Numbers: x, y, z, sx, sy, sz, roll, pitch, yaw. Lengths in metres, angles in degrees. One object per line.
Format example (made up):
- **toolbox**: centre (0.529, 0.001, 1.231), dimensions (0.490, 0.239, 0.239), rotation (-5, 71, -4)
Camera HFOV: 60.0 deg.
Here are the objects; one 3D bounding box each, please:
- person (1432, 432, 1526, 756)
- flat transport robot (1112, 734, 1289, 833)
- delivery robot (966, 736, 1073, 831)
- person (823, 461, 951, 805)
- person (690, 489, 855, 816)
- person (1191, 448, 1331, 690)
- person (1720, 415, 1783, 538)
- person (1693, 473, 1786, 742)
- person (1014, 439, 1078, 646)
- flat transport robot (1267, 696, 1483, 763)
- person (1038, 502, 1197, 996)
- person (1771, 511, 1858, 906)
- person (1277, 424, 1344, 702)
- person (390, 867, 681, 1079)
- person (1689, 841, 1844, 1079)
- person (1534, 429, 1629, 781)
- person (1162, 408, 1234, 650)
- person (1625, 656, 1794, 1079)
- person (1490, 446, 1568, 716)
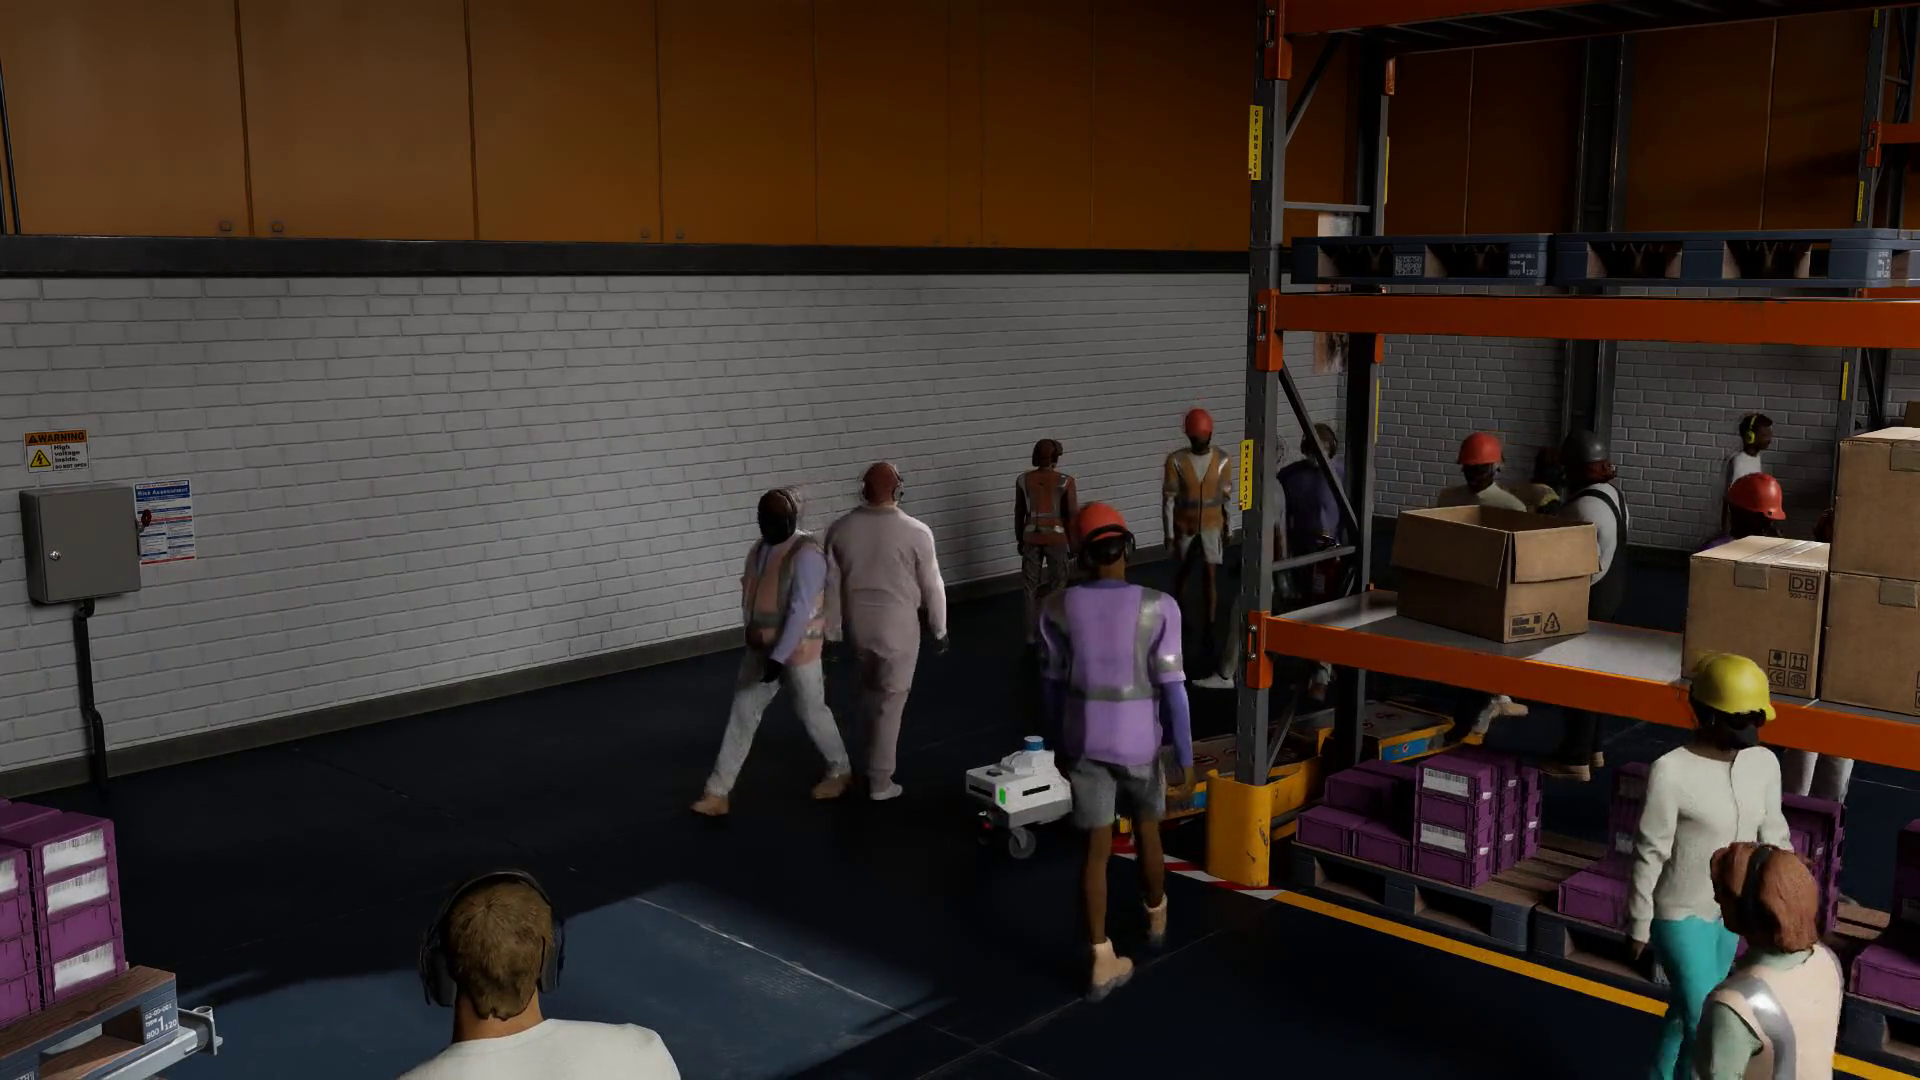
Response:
- **person**: centre (3.148, 0.314, 10.208), dimensions (0.837, 1.971, 0.635), rotation (-7, 12, -38)
- **flat transport robot**: centre (1.265, 1.324, 9.208), dimensions (1.431, 0.197, 0.652), rotation (-6, 11, -31)
- **delivery robot**: centre (0.375, 1.248, 8.519), dimensions (0.707, 0.478, 0.477), rotation (-7, 12, -37)
- **person**: centre (-0.378, 0.495, 9.345), dimensions (0.650, 1.880, 0.755), rotation (5, 10, 26)
- **person**: centre (-0.992, 0.605, 9.043), dimensions (0.609, 1.770, 1.007), rotation (8, 13, 42)
- **person**: centre (2.153, 0.168, 11.586), dimensions (0.946, 1.825, 0.482), rotation (2, 10, 15)
- **person**: centre (6.196, -0.060, 12.934), dimensions (0.948, 1.822, 0.545), rotation (6, 11, 35)
- **person**: centre (3.971, 0.612, 8.503), dimensions (0.543, 1.928, 0.370), rotation (-6, 11, -32)
- **person**: centre (0.668, 0.028, 12.969), dimensions (0.515, 1.638, 0.314), rotation (4, 10, 25)
- **flat transport robot**: centre (2.432, 1.189, 10.032), dimensions (1.431, 0.197, 0.652), rotation (-6, 11, -35)
- **person**: centre (0.690, 0.833, 7.002), dimensions (0.696, 1.975, 0.946), rotation (3, 10, 17)
- **person**: centre (3.918, 0.791, 7.555), dimensions (0.599, 1.879, 0.351), rotation (-4, 10, -22)
- **person**: centre (2.482, 0.141, 11.546), dimensions (0.649, 1.904, 0.697), rotation (8, 12, 41)
- **person**: centre (-0.788, 1.513, 2.949), dimensions (0.630, 1.940, 0.372), rotation (-6, 11, -35)
- **person**: centre (1.836, 1.501, 3.969), dimensions (0.538, 1.618, 0.543), rotation (-8, 12, -40)
- **person**: centre (3.570, 0.363, 9.688), dimensions (0.535, 2.000, 0.684), rotation (7, 12, 37)
- **person**: centre (1.880, -0.116, 13.151), dimensions (0.589, 1.882, 1.009), rotation (0, 9, 1)
- **person**: centre (2.429, 1.223, 5.311), dimensions (0.542, 1.741, 0.633), rotation (-4, 10, -25)
- **person**: centre (3.886, 0.283, 10.903), dimensions (0.902, 1.801, 0.630), rotation (1, 9, 6)
